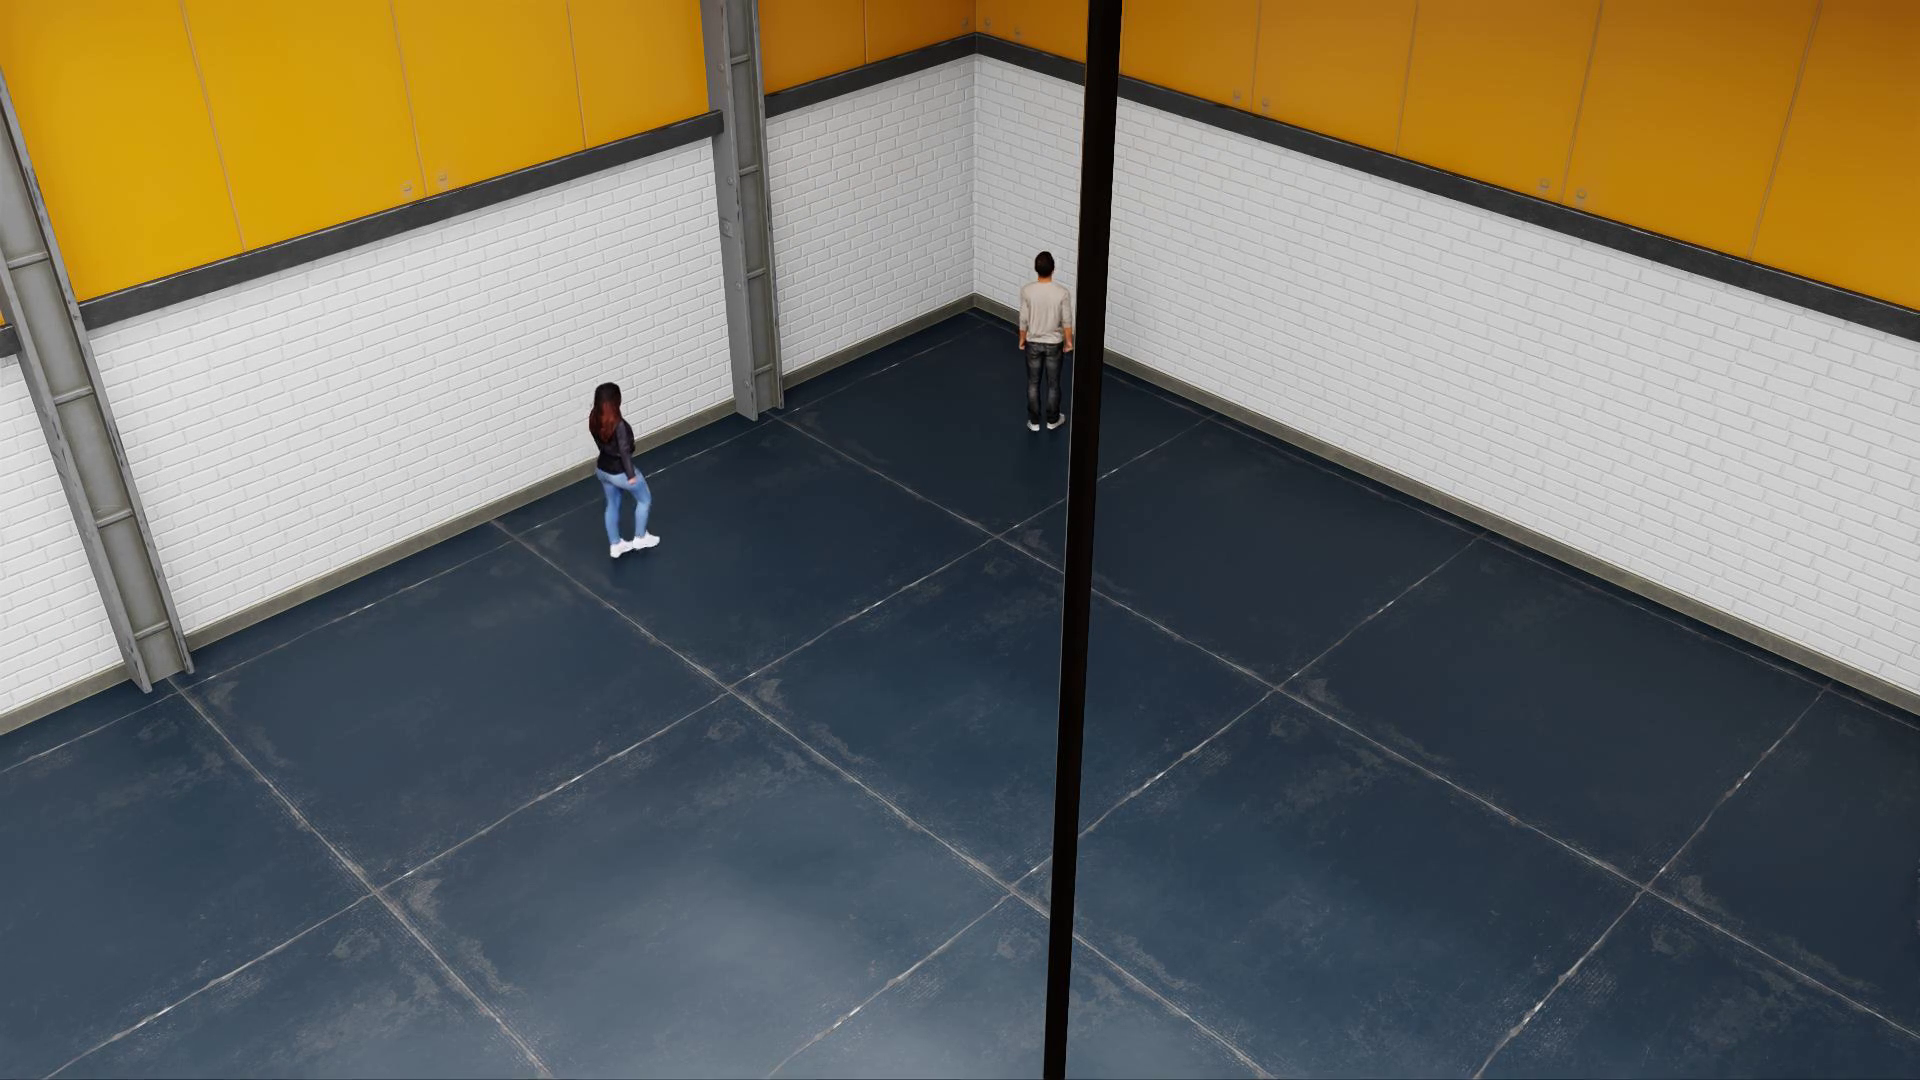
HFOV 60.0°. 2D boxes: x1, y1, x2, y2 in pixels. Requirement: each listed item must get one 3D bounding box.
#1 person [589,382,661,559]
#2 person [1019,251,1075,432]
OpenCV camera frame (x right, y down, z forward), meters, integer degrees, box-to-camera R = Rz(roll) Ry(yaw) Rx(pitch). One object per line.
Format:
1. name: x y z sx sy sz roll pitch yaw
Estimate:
1. person: -2.922 -0.548 13.916 0.680 1.623 0.680 25 41 32
2. person: 0.807 -1.871 15.736 0.787 1.812 0.816 7 34 11
